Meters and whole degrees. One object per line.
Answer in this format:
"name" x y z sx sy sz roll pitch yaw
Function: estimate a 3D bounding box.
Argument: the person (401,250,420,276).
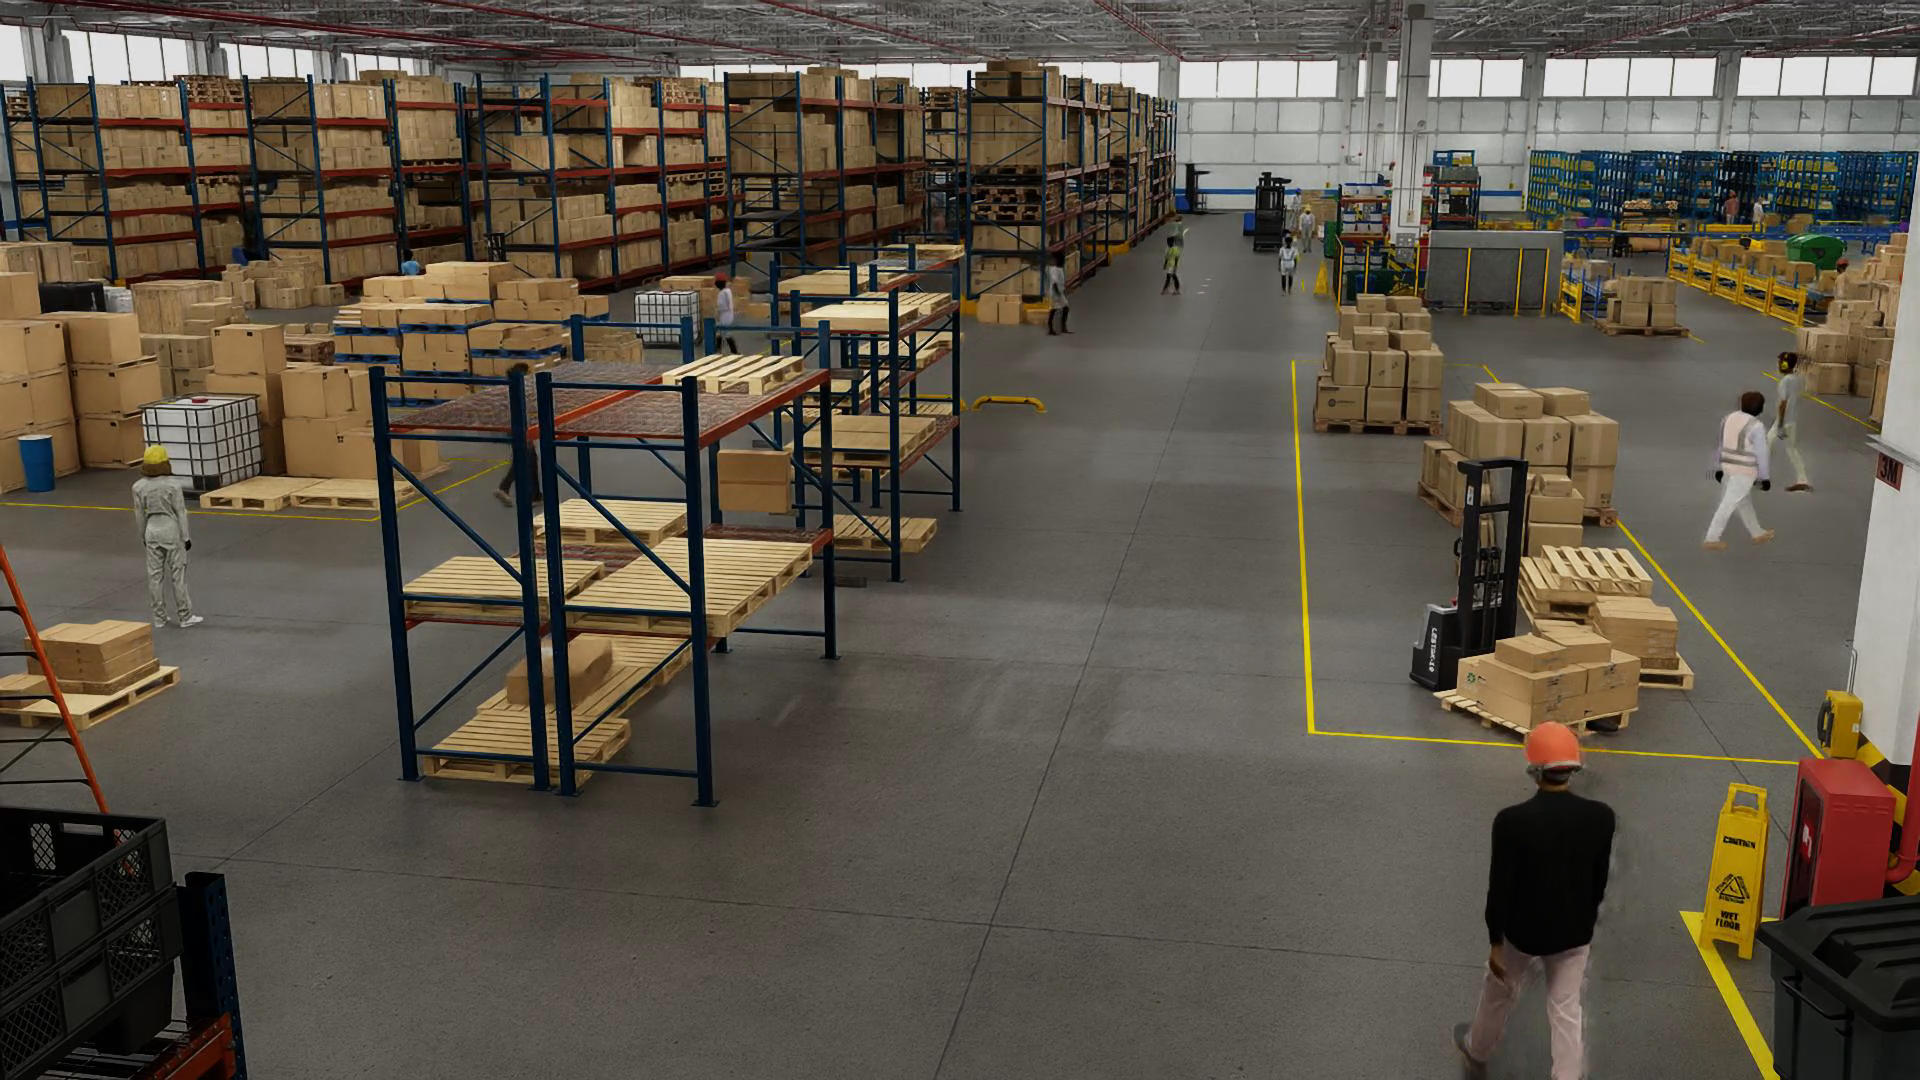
"person" -13.783 -6.433 41.754 0.318 1.700 0.534 8 16 31

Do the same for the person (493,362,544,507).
"person" -5.463 -1.287 20.594 0.663 1.833 0.519 -8 16 -31

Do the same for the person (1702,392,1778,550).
"person" 8.789 -0.762 18.539 0.972 1.786 0.644 -2 14 -8

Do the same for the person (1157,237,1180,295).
"person" 5.971 -7.826 47.474 0.809 1.648 0.534 -4 14 -15

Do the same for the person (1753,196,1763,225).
"person" 33.533 -13.476 69.912 0.409 1.913 0.642 8 16 29

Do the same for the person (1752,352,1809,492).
"person" 10.718 -1.544 21.676 0.524 1.821 0.953 -9 17 -33

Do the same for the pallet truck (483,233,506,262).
"pallet truck" -11.832 -7.026 43.548 1.885 1.965 0.823 8 16 28

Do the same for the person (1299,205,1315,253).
"person" 13.306 -11.908 63.748 0.607 1.807 0.696 1 14 6

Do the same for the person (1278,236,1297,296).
"person" 9.299 -7.775 47.227 0.538 1.687 0.463 4 14 14

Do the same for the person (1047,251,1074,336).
"person" 2.302 -5.606 37.891 0.751 1.934 0.611 7 15 26

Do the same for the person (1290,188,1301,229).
"person" 16.100 -15.859 79.541 0.603 1.941 0.407 -9 16 -32

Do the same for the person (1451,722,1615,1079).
"person" 2.722 1.778 7.896 0.630 1.950 0.979 -1 14 -5

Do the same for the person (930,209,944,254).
"person" -0.805 -10.844 59.286 0.437 1.880 0.707 10 17 36

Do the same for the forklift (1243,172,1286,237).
"forklift" 13.485 -14.797 73.279 1.873 2.768 1.129 3 14 10

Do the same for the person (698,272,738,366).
"person" -4.743 -4.297 32.674 0.947 1.892 0.574 2 14 7

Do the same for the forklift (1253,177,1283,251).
"forklift" 12.083 -12.747 64.956 1.129 2.768 1.873 3 14 10

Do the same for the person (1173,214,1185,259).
"person" 7.958 -11.028 60.541 0.330 1.620 0.532 -9 16 -32

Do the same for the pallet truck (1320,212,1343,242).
"pallet truck" 15.874 -13.227 70.310 0.680 1.201 1.601 10 17 35

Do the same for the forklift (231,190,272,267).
"forklift" -21.542 -9.327 51.073 1.873 2.768 1.129 13 19 41

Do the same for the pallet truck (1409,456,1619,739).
"pallet truck" 4.504 0.400 13.395 0.823 1.965 1.885 -6 15 -23

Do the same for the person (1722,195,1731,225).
"person" 34.914 -14.791 75.439 0.572 1.820 0.746 2 14 7

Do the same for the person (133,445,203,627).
"person" -7.488 -0.034 15.679 0.487 1.746 0.290 1 14 3

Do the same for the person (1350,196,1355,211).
"person" 20.660 -17.782 87.778 0.489 1.731 0.378 -8 16 -28

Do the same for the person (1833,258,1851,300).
"person" 19.317 -5.199 36.351 0.586 1.895 0.604 12 18 39

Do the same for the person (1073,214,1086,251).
"person" 4.173 -10.849 59.358 0.985 1.854 0.655 5 15 19

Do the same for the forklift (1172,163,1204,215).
"forklift" 12.677 -19.424 92.066 1.873 2.768 1.129 4 14 16

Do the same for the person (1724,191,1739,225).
"person" 34.195 -14.464 73.749 0.611 1.995 0.375 -4 14 -16

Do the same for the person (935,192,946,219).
"person" -1.027 -17.670 87.213 0.615 1.777 0.968 2 14 7
